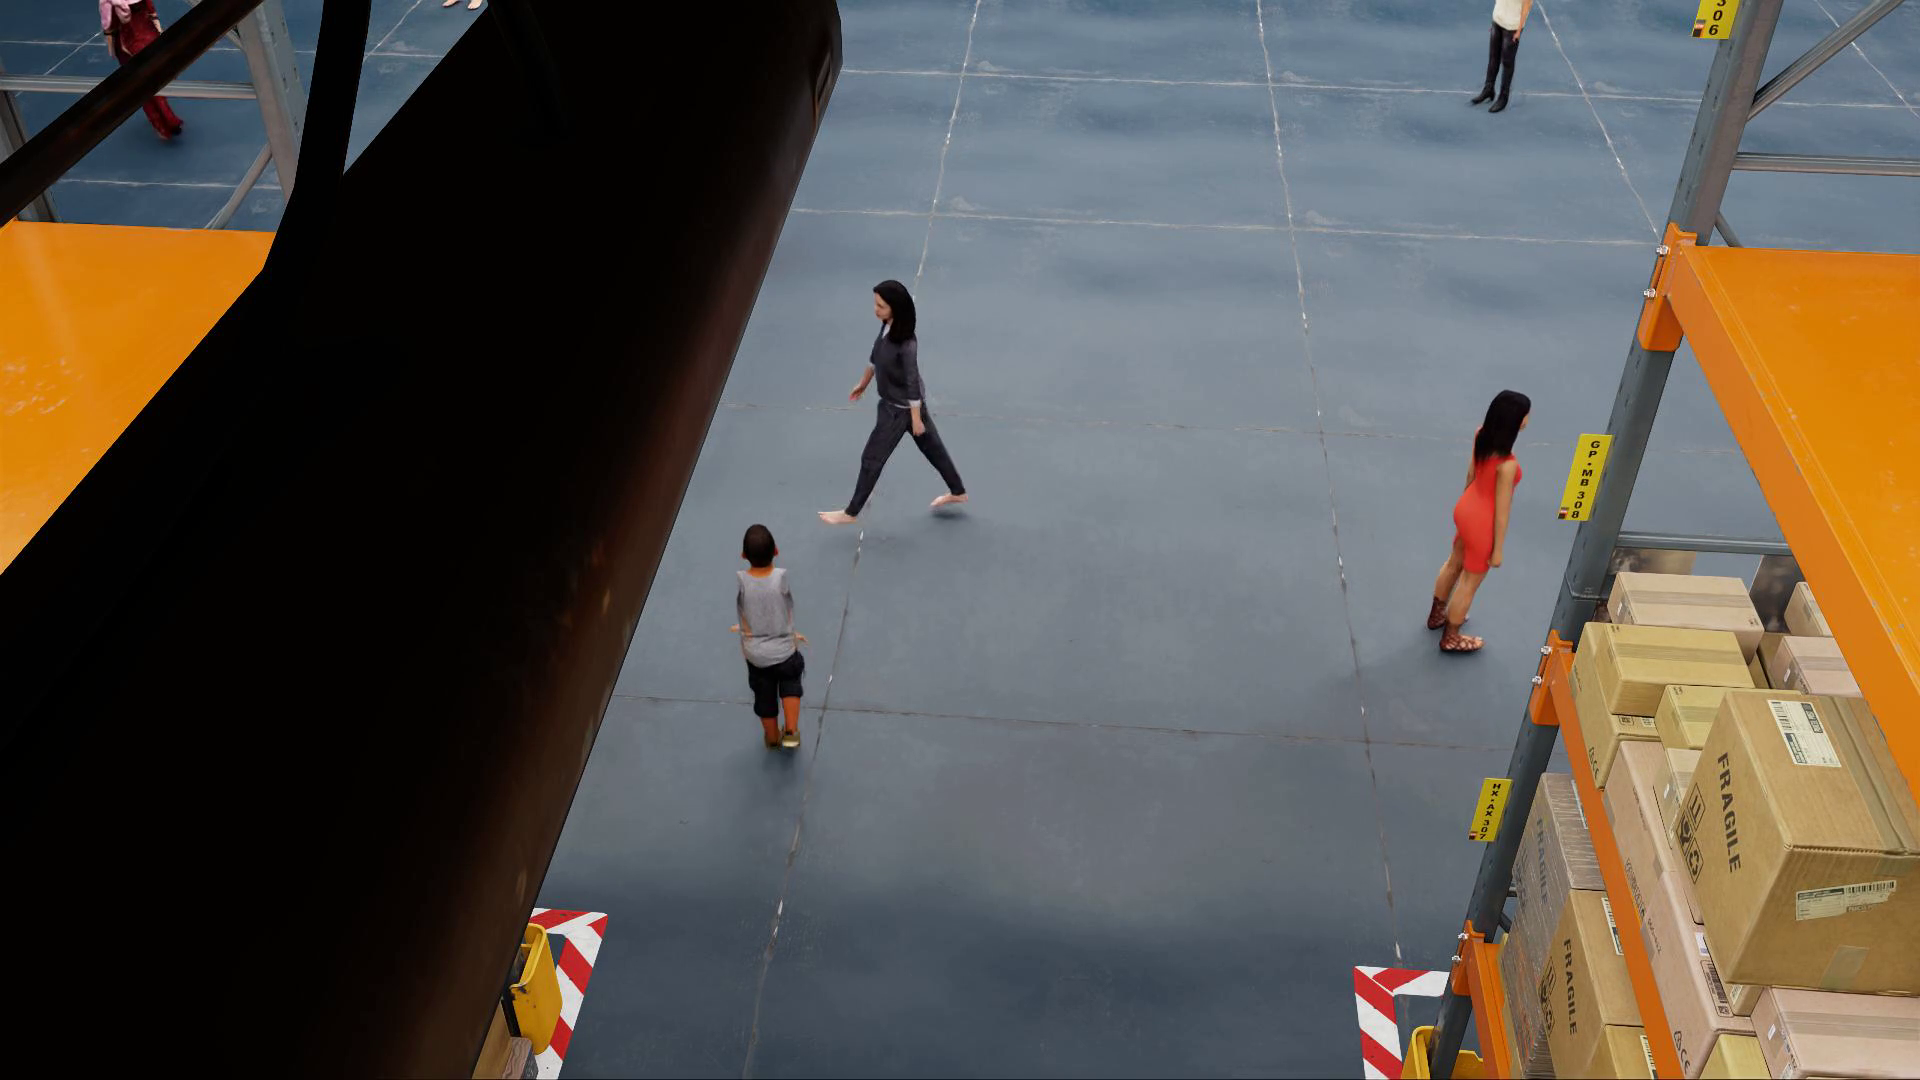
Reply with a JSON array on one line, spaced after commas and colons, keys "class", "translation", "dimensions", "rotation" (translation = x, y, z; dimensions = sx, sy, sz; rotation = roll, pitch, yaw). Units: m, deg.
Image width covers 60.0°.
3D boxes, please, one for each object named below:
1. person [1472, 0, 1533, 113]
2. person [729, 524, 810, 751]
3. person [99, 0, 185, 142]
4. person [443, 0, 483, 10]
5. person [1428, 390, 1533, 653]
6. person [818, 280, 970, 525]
[{"class": "person", "translation": [5.030, -4.734, 15.259], "dimensions": [0.716, 1.588, 0.568], "rotation": [-14, 40, -17]}, {"class": "person", "translation": [-0.994, 0.532, 8.644], "dimensions": [0.633, 1.446, 0.665], "rotation": [-6, 38, -7]}, {"class": "person", "translation": [-7.253, -4.352, 14.764], "dimensions": [1.118, 1.597, 1.123], "rotation": [29, 46, 32]}, {"class": "person", "translation": [-5.299, -6.496, 17.297], "dimensions": [0.645, 1.852, 0.599], "rotation": [8, 39, 10]}, {"class": "person", "translation": [2.865, -0.091, 9.221], "dimensions": [0.690, 1.716, 0.543], "rotation": [-7, 39, -8]}, {"class": "person", "translation": [-0.260, -0.814, 10.156], "dimensions": [0.898, 1.704, 1.201], "rotation": [-6, 38, -7]}]
